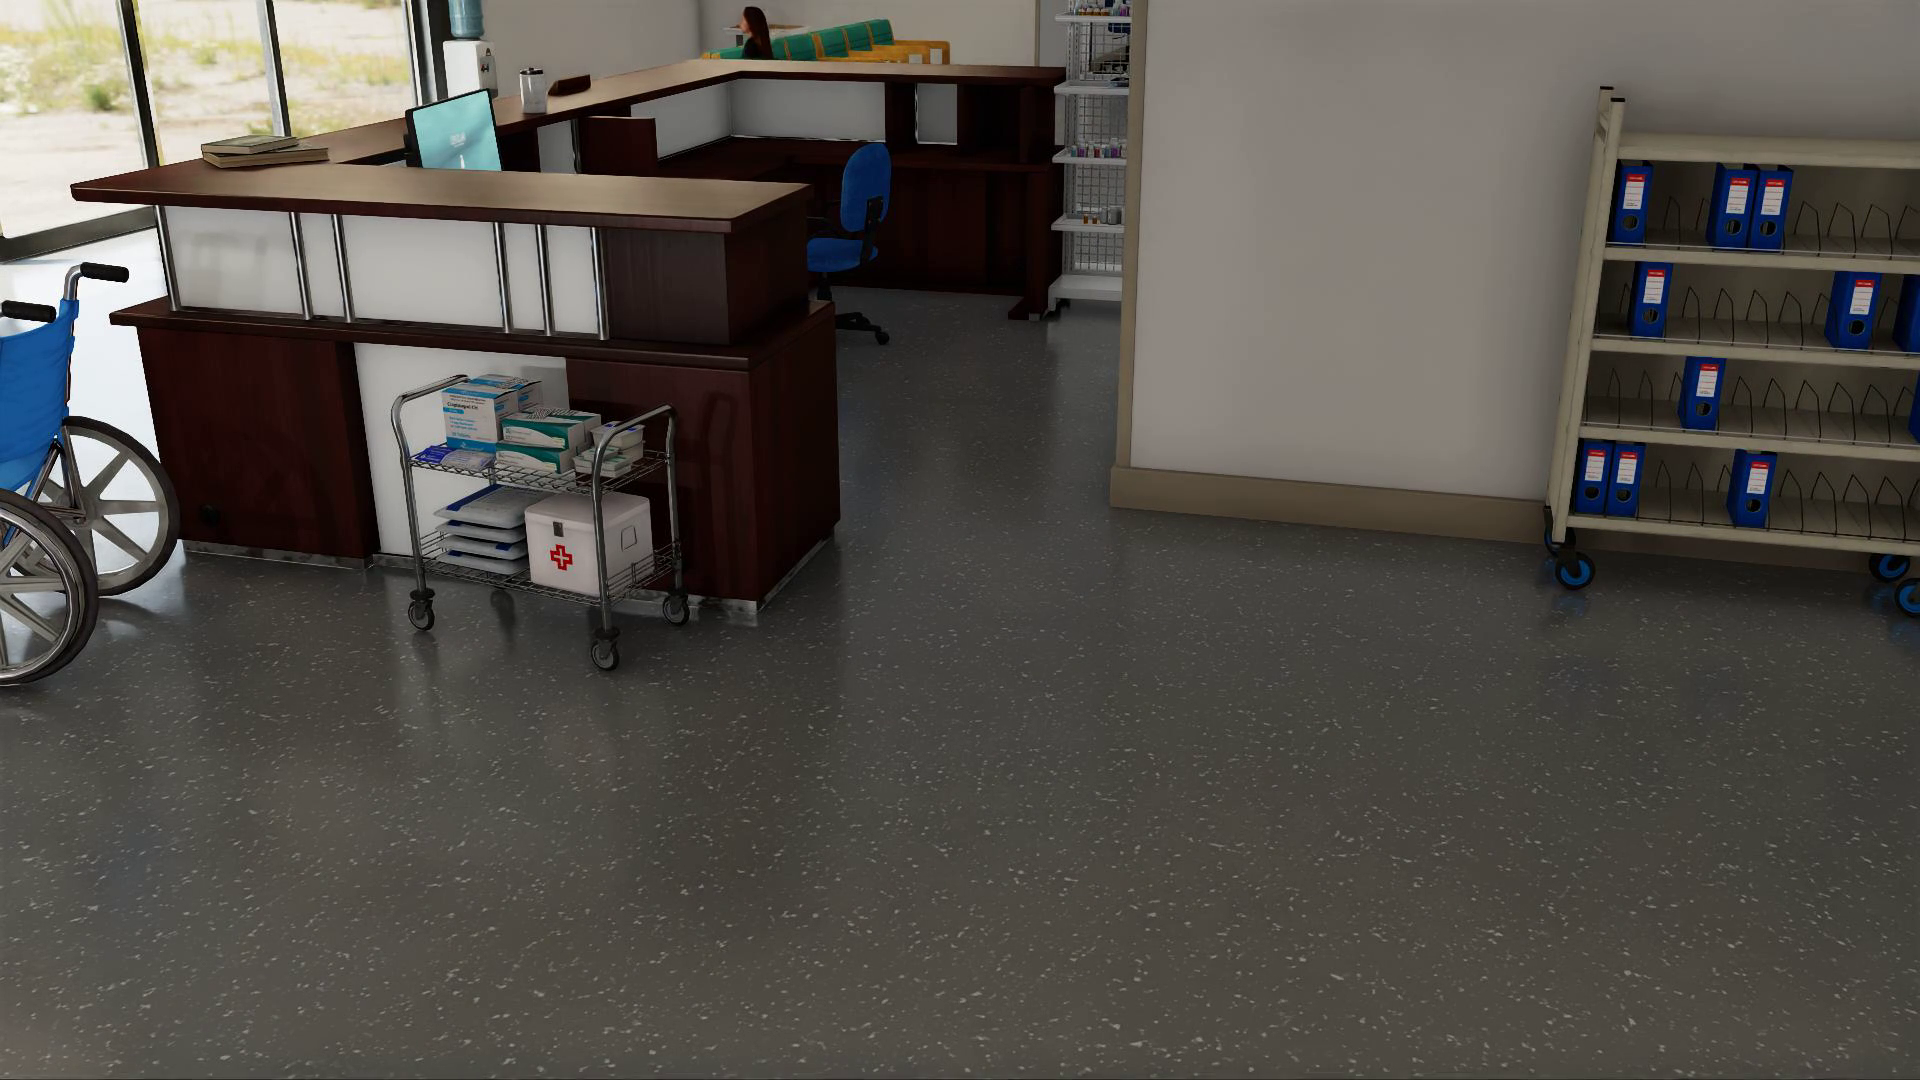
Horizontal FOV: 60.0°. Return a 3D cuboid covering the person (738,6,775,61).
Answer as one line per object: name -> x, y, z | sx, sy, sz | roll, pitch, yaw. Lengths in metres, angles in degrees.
person -> -1.566, -3.496, 13.313 | 0.663, 1.469, 0.609 | 4, 21, 10
